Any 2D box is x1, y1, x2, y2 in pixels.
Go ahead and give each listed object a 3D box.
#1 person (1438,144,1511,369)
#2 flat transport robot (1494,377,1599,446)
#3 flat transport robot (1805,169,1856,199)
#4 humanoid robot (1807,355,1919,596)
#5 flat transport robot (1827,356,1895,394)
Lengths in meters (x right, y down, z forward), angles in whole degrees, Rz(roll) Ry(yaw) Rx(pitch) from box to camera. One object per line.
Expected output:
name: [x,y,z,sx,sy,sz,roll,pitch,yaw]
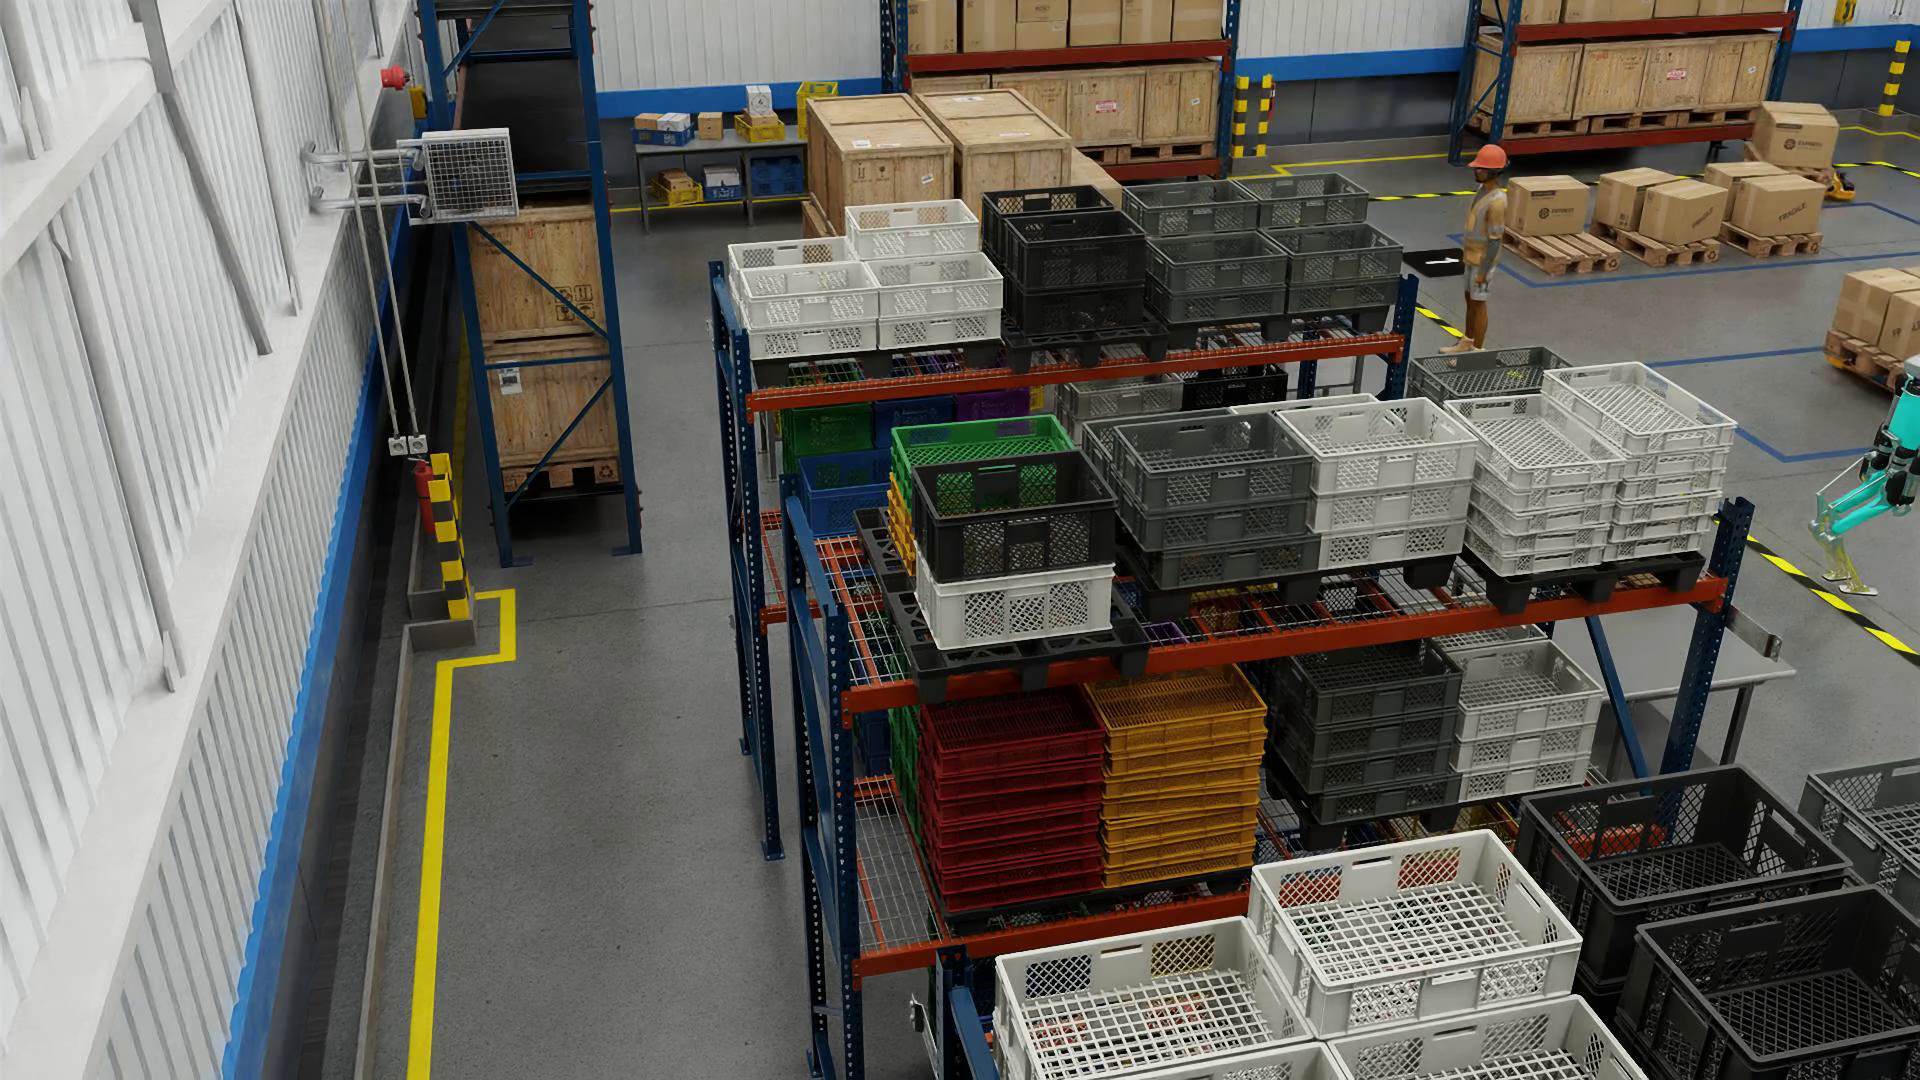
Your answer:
person: [4.649,-2.535,14.955,0.376,2.045,0.605,1,28,2]
flat transport robot: [4.780,-1.036,14.013,0.659,0.231,1.431,-6,28,-12]
flat transport robot: [10.135,-4.406,20.376,1.431,0.197,0.652,6,28,11]
humanoid robot: [6.062,-0.427,11.140,0.735,1.675,0.533,-1,28,-2]
flat transport robot: [8.481,-1.450,14.768,0.652,0.197,1.431,-6,28,-12]
